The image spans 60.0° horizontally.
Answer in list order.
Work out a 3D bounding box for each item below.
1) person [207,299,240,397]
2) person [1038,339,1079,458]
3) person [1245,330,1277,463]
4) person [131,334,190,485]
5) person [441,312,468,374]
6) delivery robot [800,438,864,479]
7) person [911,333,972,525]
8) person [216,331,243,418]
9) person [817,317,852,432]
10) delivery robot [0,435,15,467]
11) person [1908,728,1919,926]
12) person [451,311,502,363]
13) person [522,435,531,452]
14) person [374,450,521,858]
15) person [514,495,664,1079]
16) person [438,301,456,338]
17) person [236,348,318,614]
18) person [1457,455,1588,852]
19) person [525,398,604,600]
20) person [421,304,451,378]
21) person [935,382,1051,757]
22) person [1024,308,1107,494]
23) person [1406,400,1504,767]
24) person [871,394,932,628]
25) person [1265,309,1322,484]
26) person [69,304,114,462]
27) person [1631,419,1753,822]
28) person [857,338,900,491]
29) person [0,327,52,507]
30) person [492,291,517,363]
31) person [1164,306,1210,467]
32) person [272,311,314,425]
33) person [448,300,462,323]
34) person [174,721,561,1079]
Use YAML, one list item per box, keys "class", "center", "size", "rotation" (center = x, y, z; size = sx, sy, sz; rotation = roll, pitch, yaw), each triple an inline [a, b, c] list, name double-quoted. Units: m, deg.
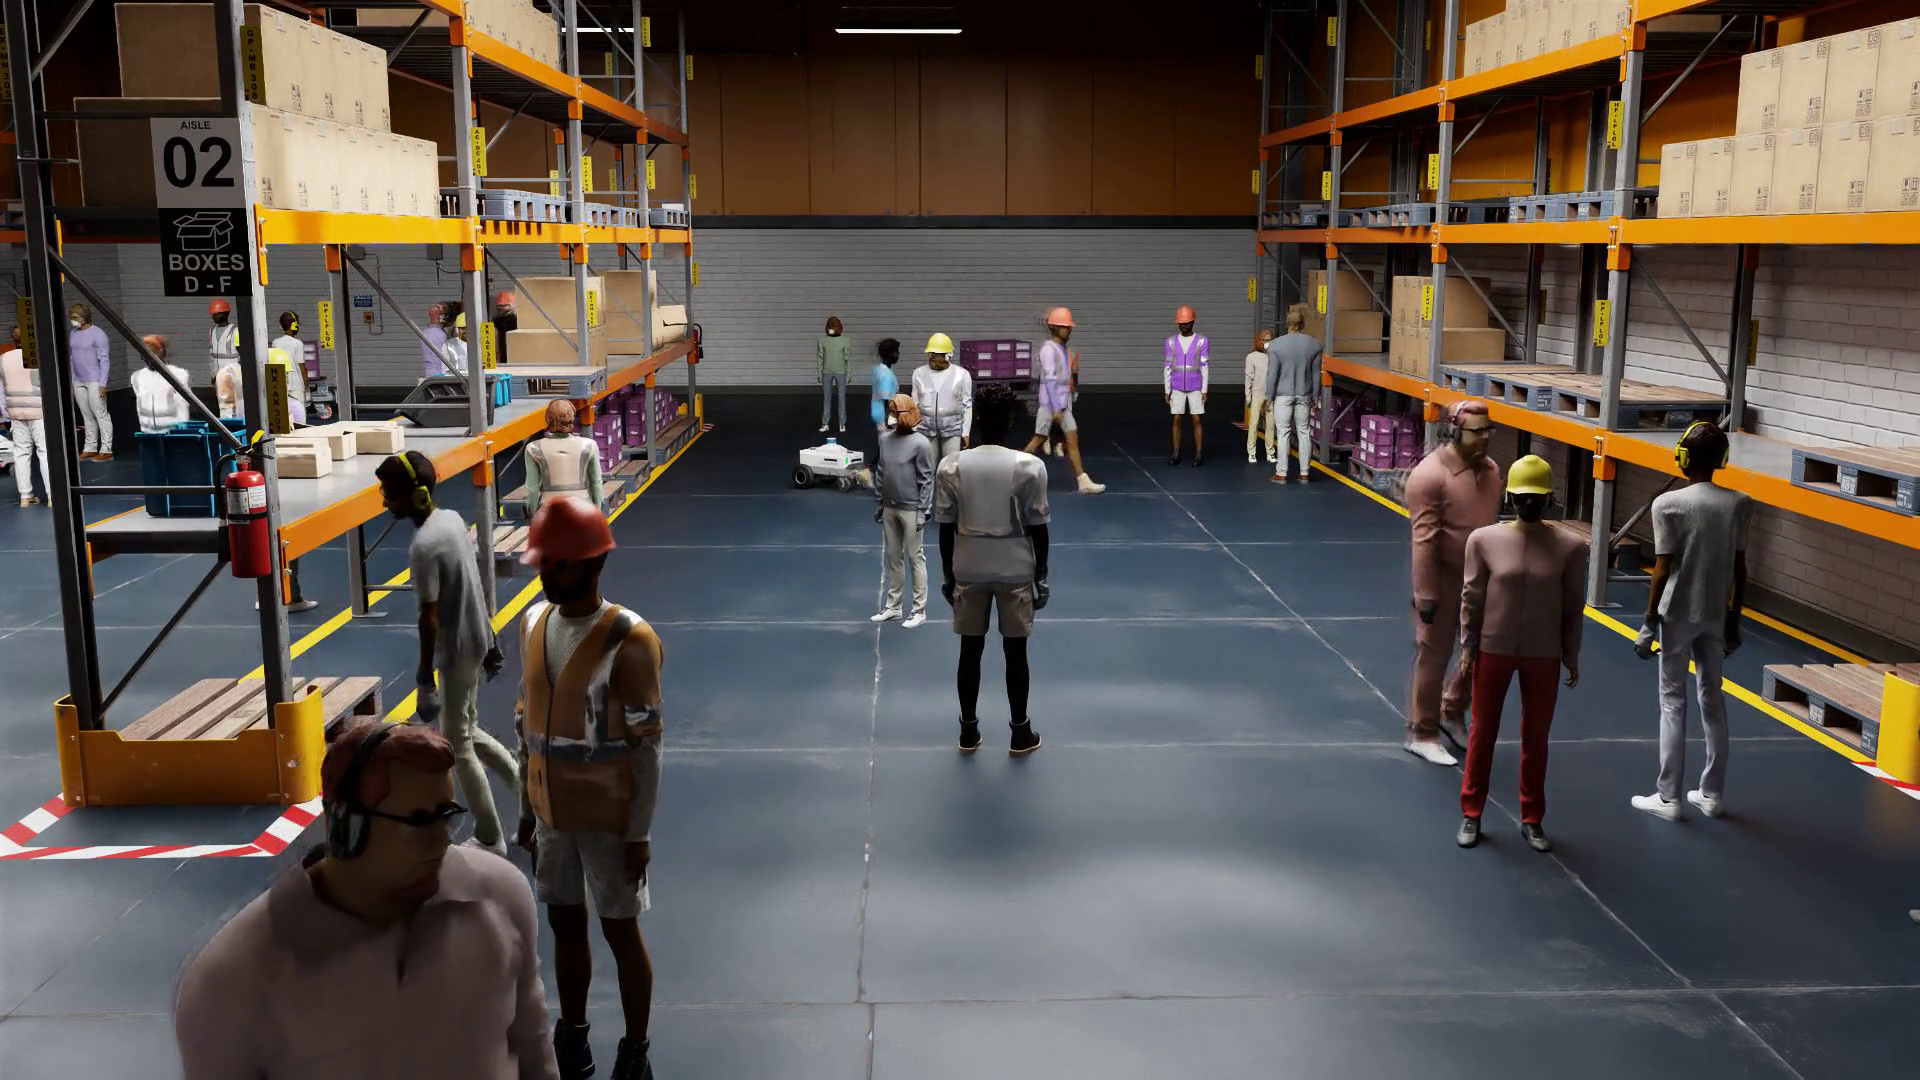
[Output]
- class: "person"
  center: [-9.667, -2.202, 21.903]
  size: [0.550, 1.935, 0.376]
  rotation: [4, 11, 23]
- class: "person"
  center: [1.228, -1.847, 20.614]
  size: [0.546, 1.677, 0.374]
  rotation: [-3, 11, -18]
- class: "person"
  center: [3.698, -1.743, 20.218]
  size: [0.493, 1.624, 0.282]
  rotation: [-2, 10, -12]
- class: "person"
  center: [-7.287, -0.975, 15.329]
  size: [0.568, 1.857, 0.895]
  rotation: [1, 10, 3]
- class: "person"
  center: [-5.953, -1.831, 20.125]
  size: [0.590, 1.833, 0.403]
  rotation: [-6, 12, -29]
- class: "delivery robot"
  center: [-1.392, -0.866, 18.047]
  size: [0.707, 0.478, 0.477]
  rotation: [7, 12, 34]
- class: "person"
  center: [-0.183, -1.037, 15.715]
  size: [0.591, 1.829, 0.404]
  rotation: [2, 10, 10]
- class: "person"
  center: [-6.372, -0.949, 14.956]
  size: [0.383, 1.924, 0.589]
  rotation: [4, 11, 22]
- class: "person"
  center: [-1.779, -2.342, 23.525]
  size: [0.499, 1.633, 0.288]
  rotation: [1, 10, 8]
- class: "delivery robot"
  center: [-11.061, -1.044, 19.040]
  size: [0.477, 0.478, 0.707]
  rotation: [-8, 13, -38]
- class: "person"
  center: [3.955, 0.671, 6.366]
  size: [0.525, 1.772, 0.305]
  rotation: [1, 10, 5]
- class: "person"
  center: [-6.089, -2.063, 20.972]
  size: [0.622, 1.990, 0.402]
  rotation: [-4, 11, -20]
- class: "person"
  center: [-5.411, -2.041, 21.315]
  size: [0.621, 1.835, 0.430]
  rotation: [-6, 12, -32]
- class: "person"
  center: [-2.102, 0.513, 7.084]
  size: [0.615, 1.828, 0.575]
  rotation: [0, 10, -2]
- class: "person"
  center: [-1.155, 0.817, 5.082]
  size: [0.542, 1.938, 0.358]
  rotation: [6, 12, 29]
- class: "person"
  center: [-6.458, -2.046, 21.038]
  size: [0.628, 1.936, 0.377]
  rotation: [1, 10, 6]
- class: "person"
  center: [-4.940, -0.430, 12.081]
  size: [0.587, 1.920, 0.395]
  rotation: [4, 11, 20]
- class: "person"
  center: [2.466, 0.501, 7.318]
  size: [0.526, 1.769, 0.328]
  rotation: [2, 10, 13]
- class: "person"
  center: [-2.653, -0.132, 11.203]
  size: [0.511, 1.640, 0.308]
  rotation: [-3, 11, -17]
- class: "person"
  center: [-6.422, -1.964, 20.664]
  size: [0.408, 1.906, 0.653]
  rotation: [-7, 13, -36]
- class: "person"
  center: [0.179, 0.159, 8.666]
  size: [0.604, 1.966, 0.367]
  rotation: [2, 10, 13]
- class: "person"
  center: [1.013, -1.478, 17.745]
  size: [1.070, 1.990, 0.631]
  rotation: [4, 11, 24]
- class: "person"
  center: [2.551, 0.227, 8.516]
  size: [0.651, 1.892, 0.435]
  rotation: [-6, 12, -29]
- class: "person"
  center: [-0.406, -0.207, 11.637]
  size: [0.500, 1.633, 0.285]
  rotation: [9, 14, 42]
- class: "person"
  center: [3.692, -1.583, 18.454]
  size: [0.635, 1.936, 0.353]
  rotation: [-1, 10, -8]
- class: "person"
  center: [-10.627, -1.914, 20.310]
  size: [0.627, 1.934, 0.372]
  rotation: [5, 11, 27]
- class: "person"
  center: [3.392, 0.377, 7.726]
  size: [0.523, 1.870, 0.317]
  rotation: [-2, 10, -10]
- class: "person"
  center: [-0.795, -1.273, 17.418]
  size: [0.410, 1.681, 0.554]
  rotation: [-1, 10, -8]
- class: "person"
  center: [-9.394, -1.248, 16.857]
  size: [0.621, 1.845, 0.430]
  rotation: [1, 10, 4]
- class: "person"
  center: [-6.498, -2.537, 23.661]
  size: [0.651, 1.974, 0.617]
  rotation: [7, 13, 36]
- class: "person"
  center: [2.699, -1.827, 19.866]
  size: [0.543, 1.925, 0.395]
  rotation: [3, 11, 18]
- class: "person"
  center: [-7.834, -1.753, 19.596]
  size: [0.512, 1.869, 0.328]
  rotation: [5, 11, 24]
- class: "person"
  center: [-7.502, -2.731, 25.212]
  size: [0.661, 1.811, 0.750]
  rotation: [4, 11, 23]
- class: "person"
  center: [-1.048, 1.219, 2.976]
  size: [0.671, 1.891, 0.659]
  rotation: [-10, 14, -43]
